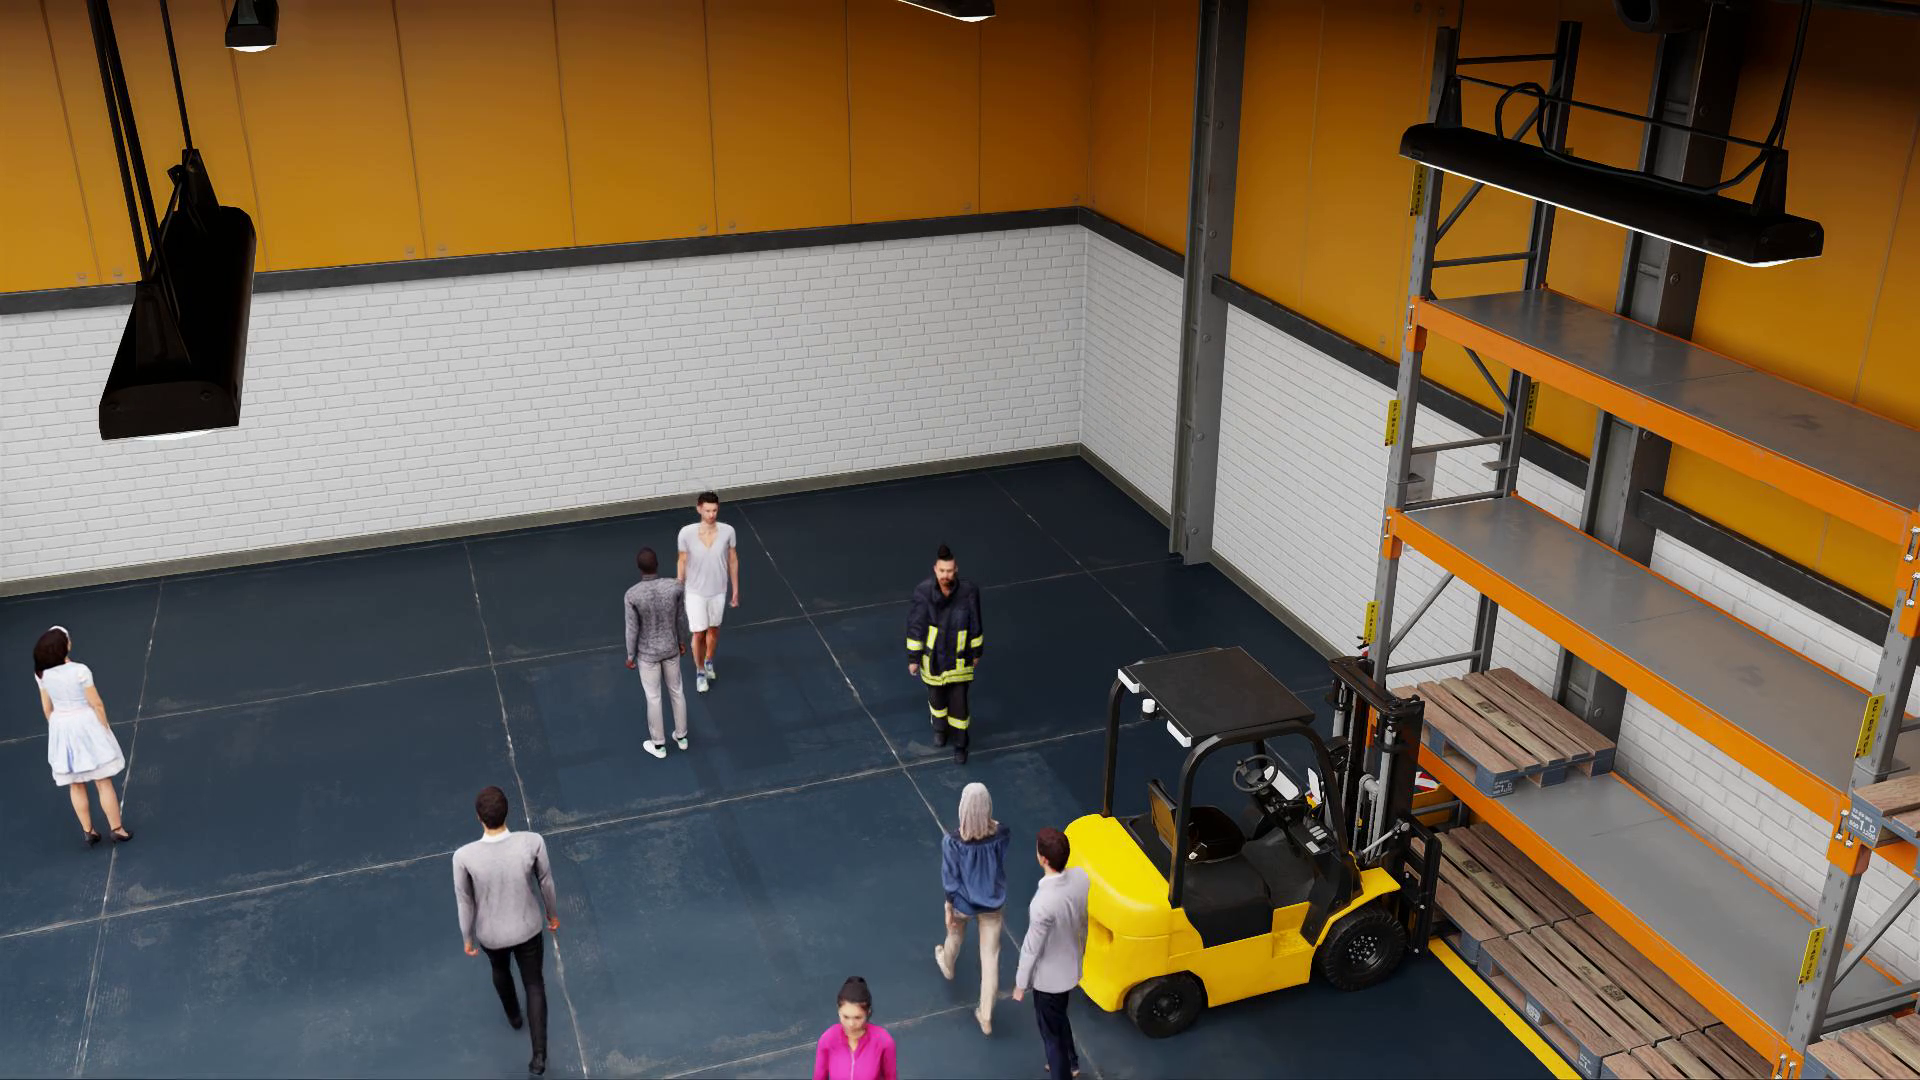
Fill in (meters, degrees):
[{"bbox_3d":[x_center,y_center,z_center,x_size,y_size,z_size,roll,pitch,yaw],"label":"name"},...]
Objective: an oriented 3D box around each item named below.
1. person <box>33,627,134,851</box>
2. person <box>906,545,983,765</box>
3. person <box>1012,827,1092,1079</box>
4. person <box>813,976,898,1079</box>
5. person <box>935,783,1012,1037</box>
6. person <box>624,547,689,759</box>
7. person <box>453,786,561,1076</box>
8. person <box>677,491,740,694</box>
[{"bbox_3d":[-6.526,1.477,12.338,0.795,1.818,0.825,-1,24,-1],"label":"person"},{"bbox_3d":[-0.106,0.857,13.716,0.966,1.850,1.046,3,24,6],"label":"person"},{"bbox_3d":[0.647,2.566,9.829,0.842,1.831,0.811,14,27,28],"label":"person"},{"bbox_3d":[-0.532,3.032,8.988,0.975,1.651,1.229,3,24,8],"label":"person"},{"bbox_3d":[0.136,2.364,10.506,0.693,1.659,1.073,-6,24,-14],"label":"person"},{"bbox_3d":[-2.465,0.911,13.608,0.729,1.837,0.623,-14,27,-29],"label":"person"},{"bbox_3d":[-2.728,2.385,10.129,0.756,1.923,1.190,-7,25,-16],"label":"person"},{"bbox_3d":[-2.266,0.393,14.811,0.703,1.824,0.766,-7,25,-16],"label":"person"}]
